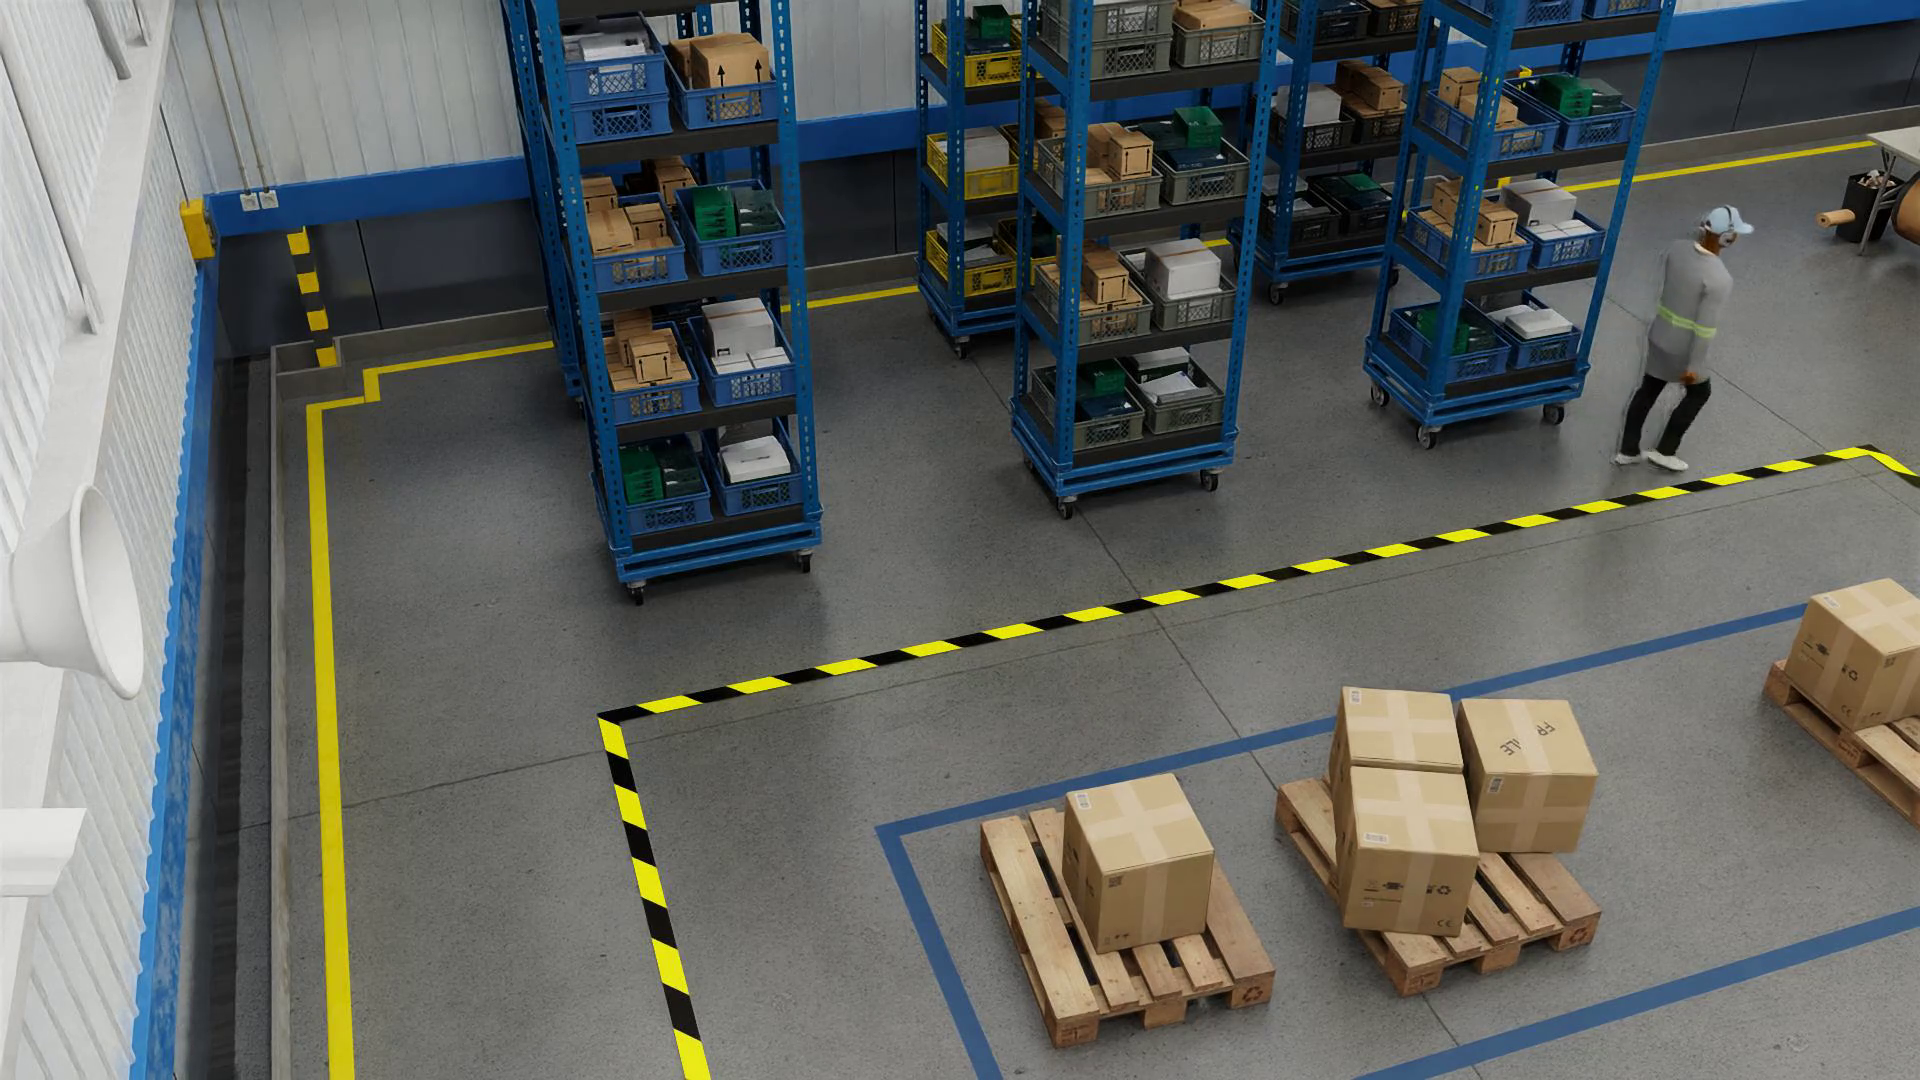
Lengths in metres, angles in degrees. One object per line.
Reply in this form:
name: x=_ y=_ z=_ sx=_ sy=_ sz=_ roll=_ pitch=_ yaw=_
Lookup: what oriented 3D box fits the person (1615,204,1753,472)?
person: x=4.567 y=-1.254 z=10.483 sx=0.555 sy=1.833 sz=0.588 roll=-11 pitch=37 yaw=-15
